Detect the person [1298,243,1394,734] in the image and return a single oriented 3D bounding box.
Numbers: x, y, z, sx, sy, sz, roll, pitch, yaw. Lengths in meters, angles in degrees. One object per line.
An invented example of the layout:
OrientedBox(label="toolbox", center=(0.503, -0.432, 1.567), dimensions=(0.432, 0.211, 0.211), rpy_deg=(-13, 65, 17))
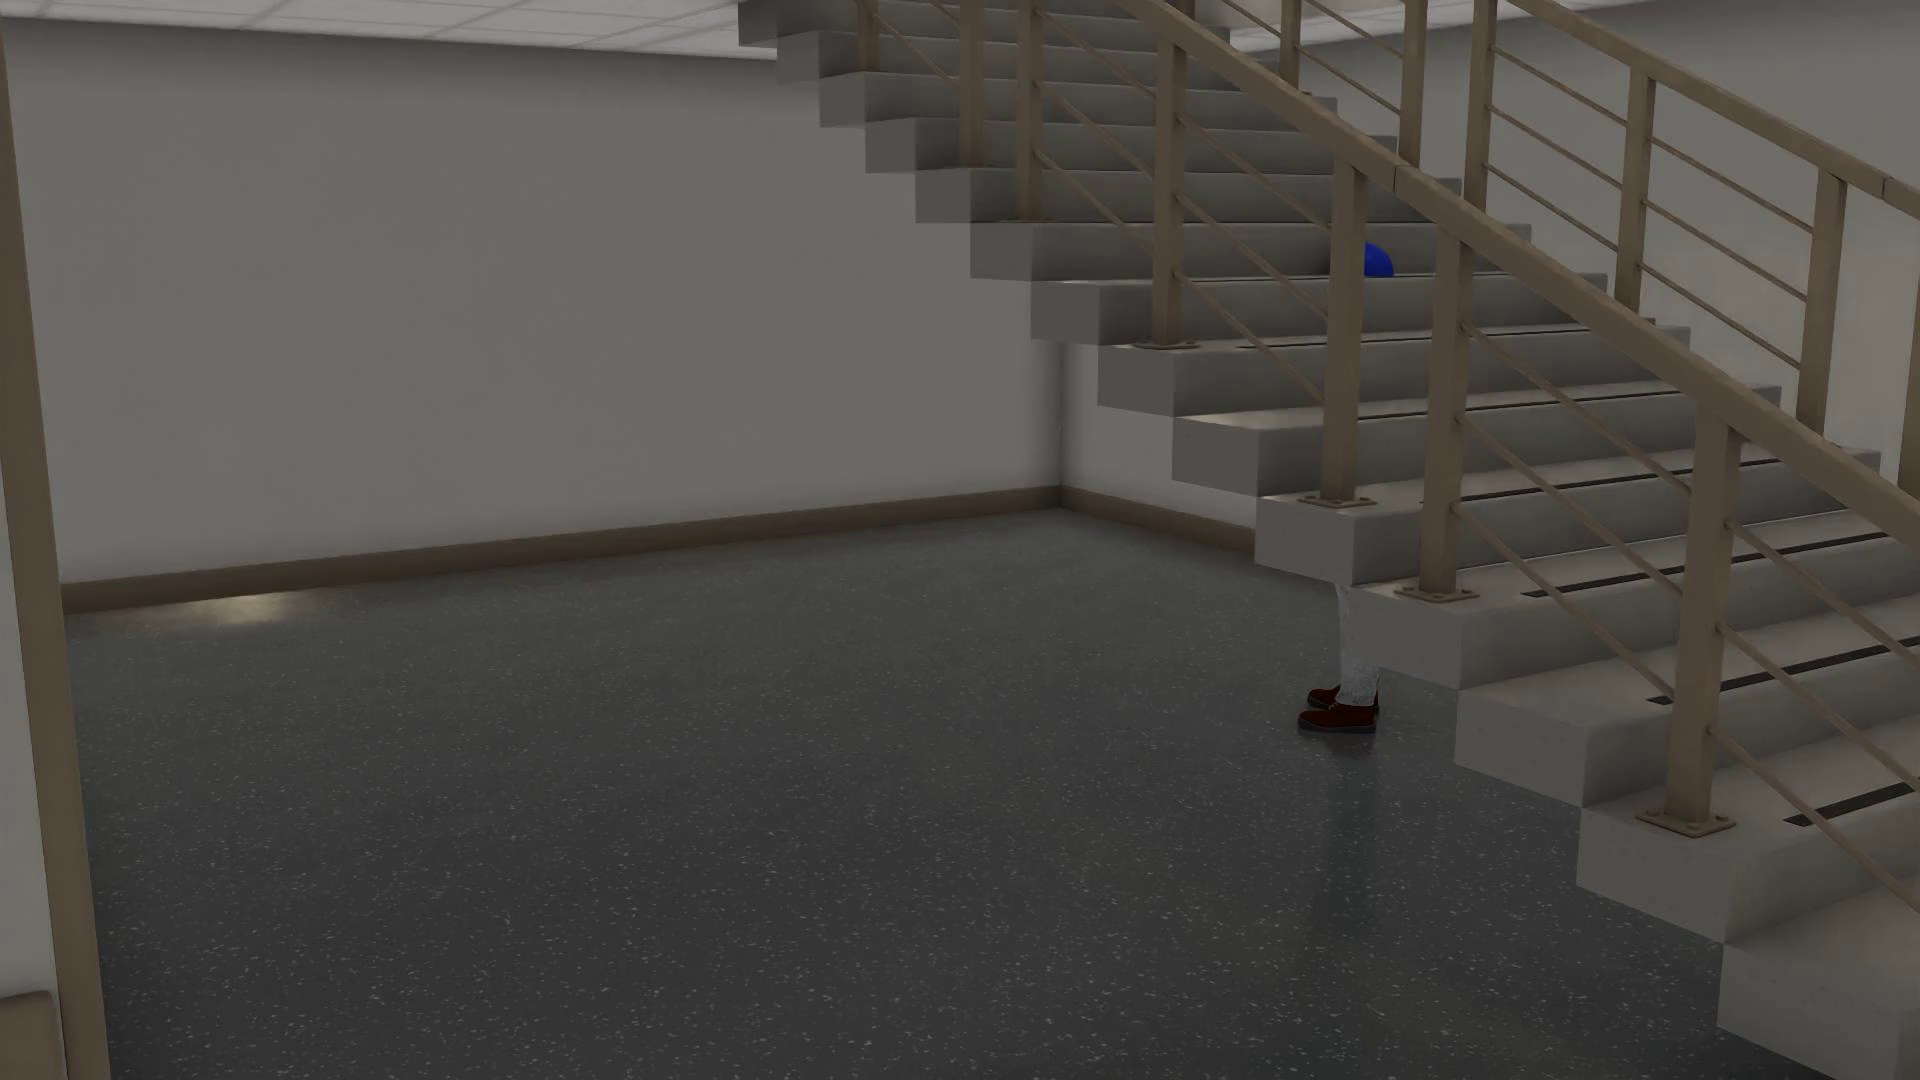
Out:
OrientedBox(label="person", center=(1.585, -0.200, 6.640), dimensions=(0.384, 1.949, 0.604), rpy_deg=(4, 11, 20))
